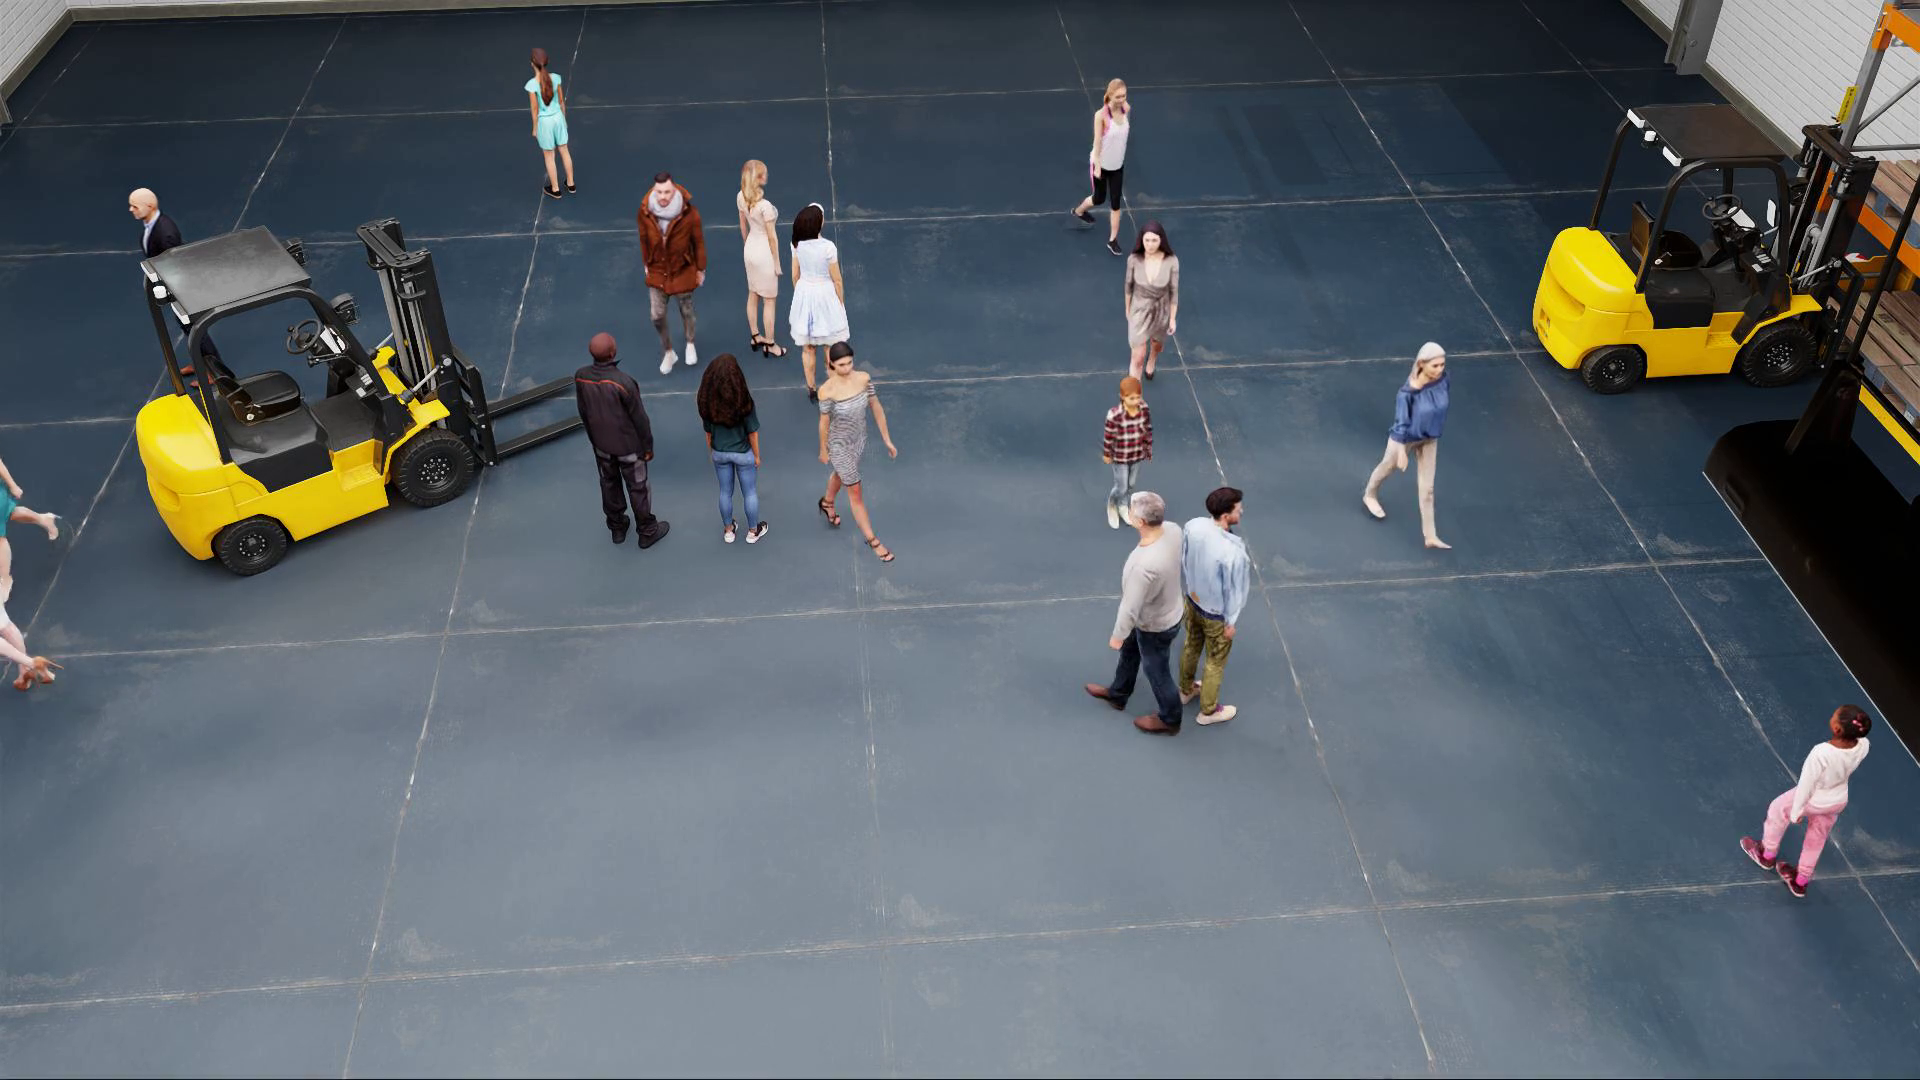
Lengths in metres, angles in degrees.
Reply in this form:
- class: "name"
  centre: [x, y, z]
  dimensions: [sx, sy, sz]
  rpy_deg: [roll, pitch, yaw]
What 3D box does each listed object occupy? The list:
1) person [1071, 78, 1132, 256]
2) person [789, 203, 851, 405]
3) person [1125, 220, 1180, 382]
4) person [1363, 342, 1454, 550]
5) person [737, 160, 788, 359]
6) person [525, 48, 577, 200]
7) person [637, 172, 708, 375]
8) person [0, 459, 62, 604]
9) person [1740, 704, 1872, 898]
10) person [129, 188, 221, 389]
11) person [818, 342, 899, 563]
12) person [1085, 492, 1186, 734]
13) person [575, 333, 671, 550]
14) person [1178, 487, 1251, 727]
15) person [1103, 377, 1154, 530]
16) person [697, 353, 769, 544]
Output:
- class: "person"
  centre: [1.361, -3.617, 15.886]
  dimensions: [0.852, 1.750, 1.081]
  rpy_deg: [-23, 44, -26]
- class: "person"
  centre: [-1.173, -1.930, 13.721]
  dimensions: [0.813, 1.815, 0.849]
  rpy_deg: [11, 40, 13]
- class: "person"
  centre: [1.586, -1.875, 13.737]
  dimensions: [0.731, 1.708, 1.144]
  rpy_deg: [4, 39, 4]
- class: "person"
  centre: [3.310, -0.762, 12.398]
  dimensions: [0.912, 1.640, 1.222]
  rpy_deg: [-17, 42, -20]
- class: "person"
  centre: [-1.726, -2.414, 14.316]
  dimensions: [0.636, 1.829, 0.712]
  rpy_deg: [31, 48, 33]
- class: "person"
  centre: [-4.141, -4.220, 16.795]
  dimensions: [0.647, 1.558, 0.688]
  rpy_deg: [-27, 46, -29]
- class: "person"
  centre: [-2.451, -2.335, 14.223]
  dimensions: [0.724, 1.822, 0.728]
  rpy_deg: [-1, 39, -1]
- class: "person"
  centre: [-6.919, -0.393, 11.929]
  dimensions: [0.797, 1.648, 1.143]
  rpy_deg: [10, 40, 13]
- class: "person"
  centre: [5.046, 1.539, 9.685]
  dimensions: [0.560, 1.432, 0.683]
  rpy_deg: [-4, 39, -5]
- class: "person"
  centre: [-6.603, -2.154, 14.015]
  dimensions: [0.822, 1.798, 0.717]
  rpy_deg: [-26, 46, -29]
- class: "person"
  centre: [-0.886, -0.722, 12.244]
  dimensions: [1.039, 1.771, 1.171]
  rpy_deg: [-31, 48, -33]
- class: "person"
  centre: [1.315, 0.525, 10.600]
  dimensions: [1.031, 1.873, 1.032]
  rpy_deg: [12, 40, 14]
- class: "person"
  centre: [-2.515, -0.732, 12.214]
  dimensions: [0.777, 1.825, 0.745]
  rpy_deg: [10, 40, 13]
- class: "person"
  centre: [1.627, 0.422, 10.780]
  dimensions: [0.808, 1.810, 0.655]
  rpy_deg: [-19, 42, -22]
- class: "person"
  centre: [1.242, -0.703, 12.599]
  dimensions: [0.602, 1.298, 0.619]
  rpy_deg: [-17, 42, -20]
- class: "person"
  centre: [-1.677, -0.665, 12.296]
  dimensions: [0.657, 1.617, 0.667]
  rpy_deg: [6, 39, 7]
